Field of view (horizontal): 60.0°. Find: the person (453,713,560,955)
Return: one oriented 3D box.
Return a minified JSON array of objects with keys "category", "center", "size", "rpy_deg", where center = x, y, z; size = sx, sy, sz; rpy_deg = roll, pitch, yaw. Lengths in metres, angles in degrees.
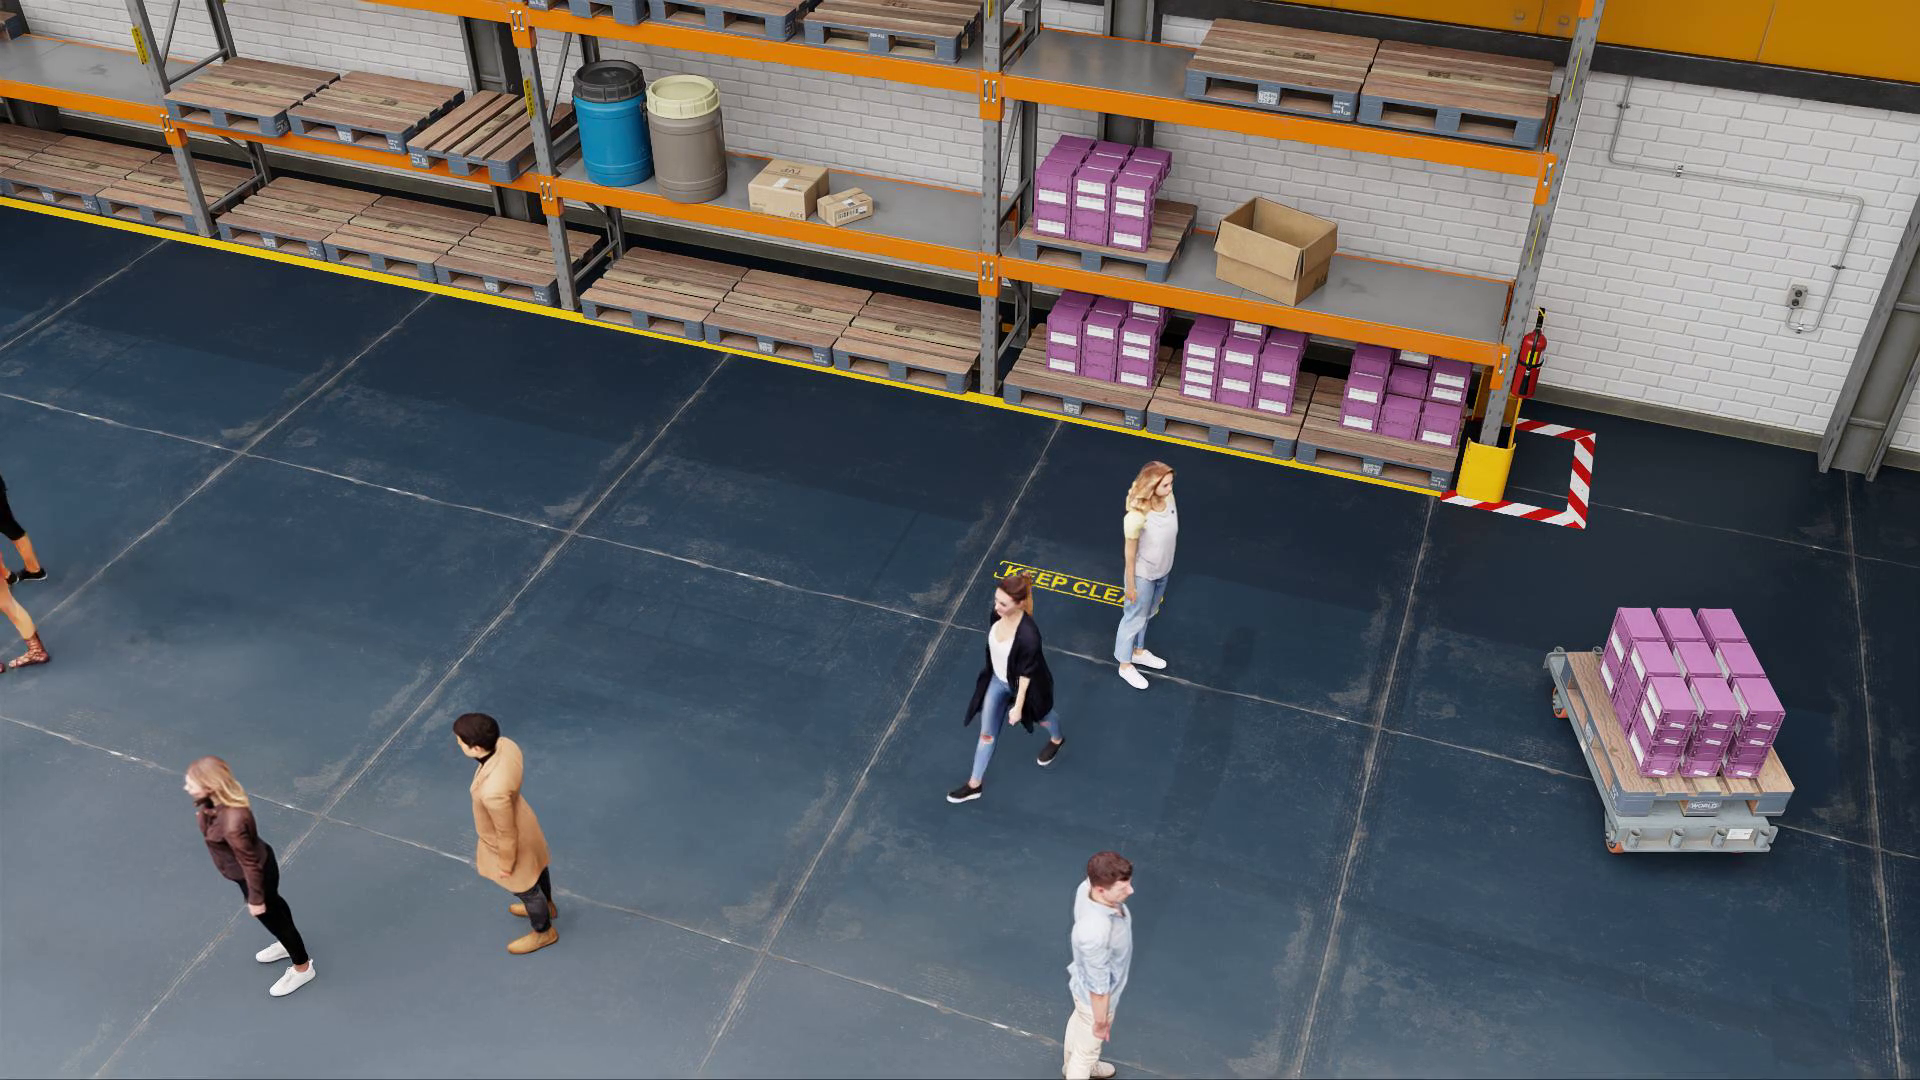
[{"category":"person","center":[-2.434,1.574,9.028],"size":[0.781,1.726,0.763],"rpy_deg":[-5,39,-7]}]

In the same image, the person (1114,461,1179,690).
[{"category":"person","center":[1.199,0.200,10.748],"size":[0.642,1.727,0.682],"rpy_deg":[25,45,27]}]

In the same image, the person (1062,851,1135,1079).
[{"category":"person","center":[0.666,2.175,8.178],"size":[0.625,1.847,0.703],"rpy_deg":[3,39,4]}]

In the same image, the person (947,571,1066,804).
[{"category":"person","center":[0.418,0.850,10.010],"size":[1.095,1.631,1.163],"rpy_deg":[-25,45,-28]}]

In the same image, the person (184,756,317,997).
[{"category":"person","center":[-3.745,1.753,8.823],"size":[0.732,1.703,0.658],"rpy_deg":[-19,42,-22]}]
